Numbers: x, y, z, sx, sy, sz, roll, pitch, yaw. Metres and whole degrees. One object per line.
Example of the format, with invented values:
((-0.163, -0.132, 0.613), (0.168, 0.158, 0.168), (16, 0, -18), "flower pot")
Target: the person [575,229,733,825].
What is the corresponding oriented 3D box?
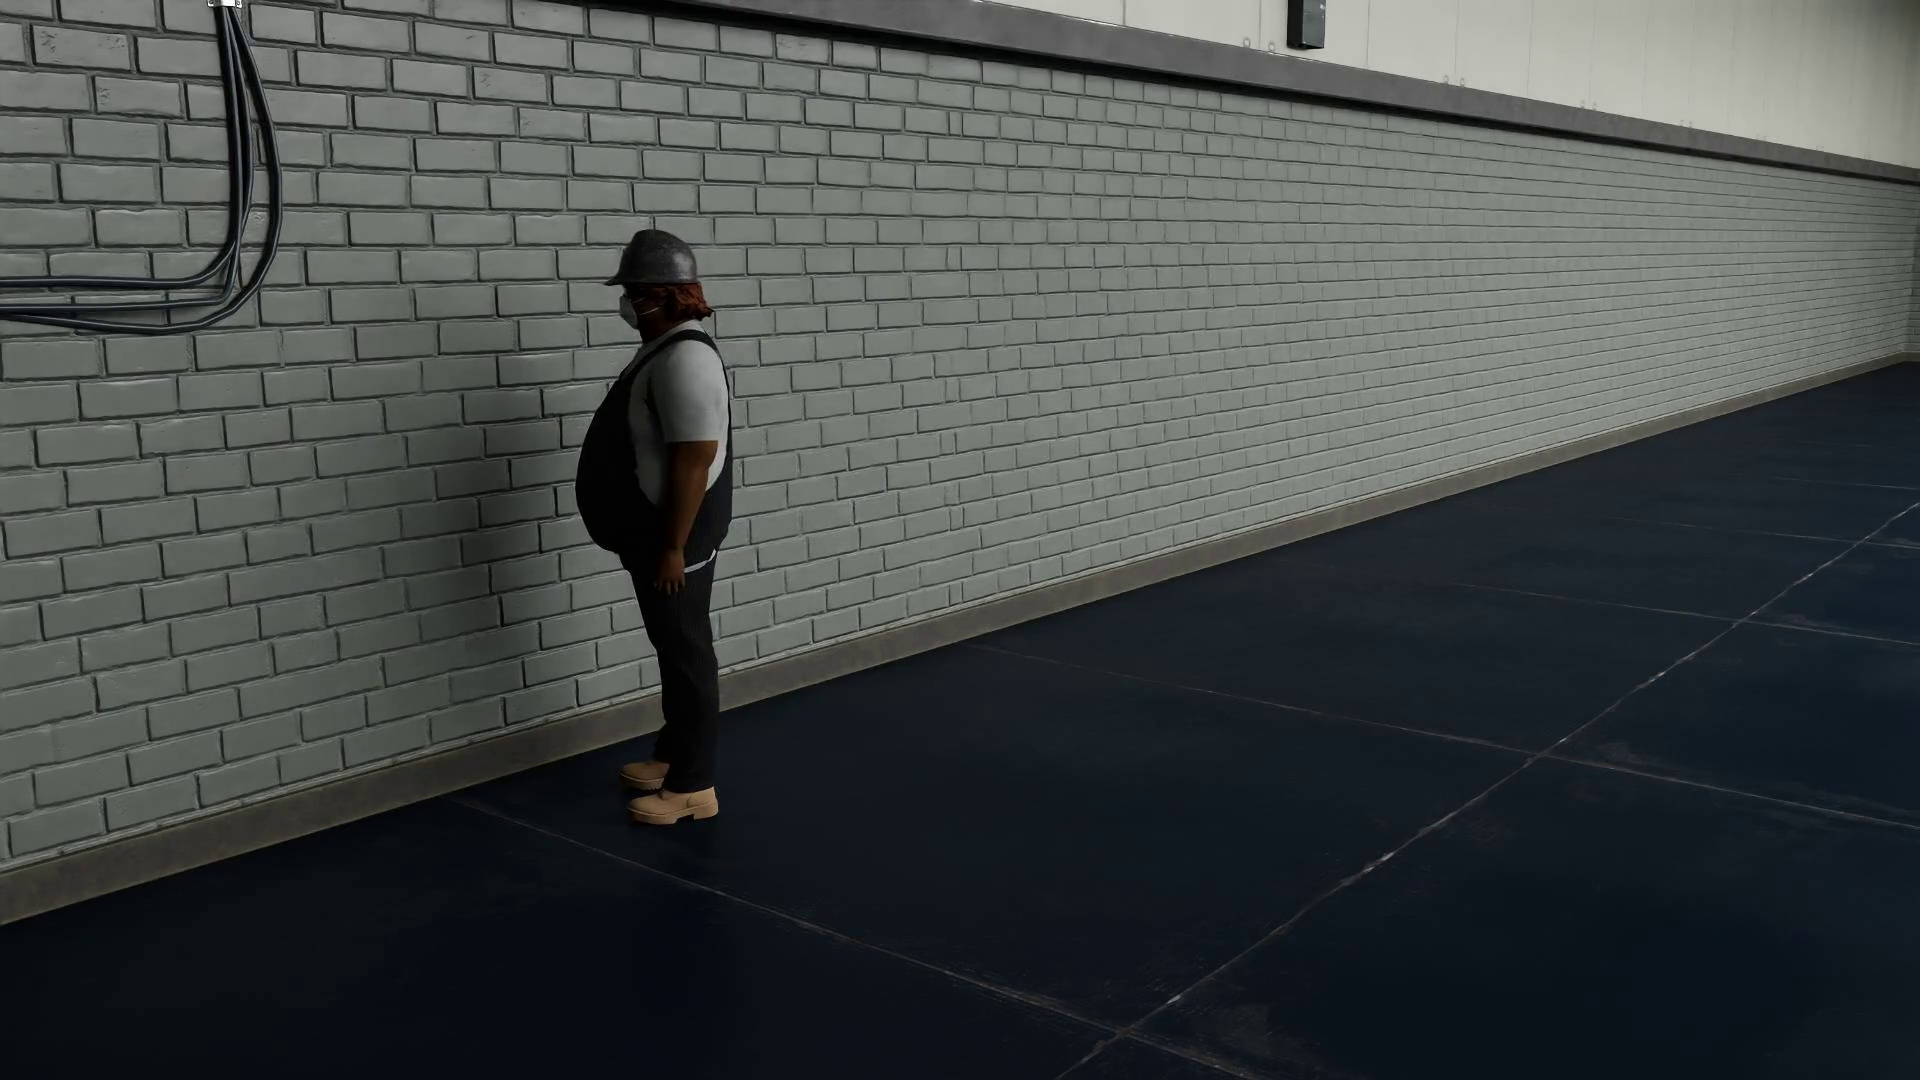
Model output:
((-1.063, -0.033, 5.814), (0.538, 2.000, 0.683), (-3, 11, -14), "person")
